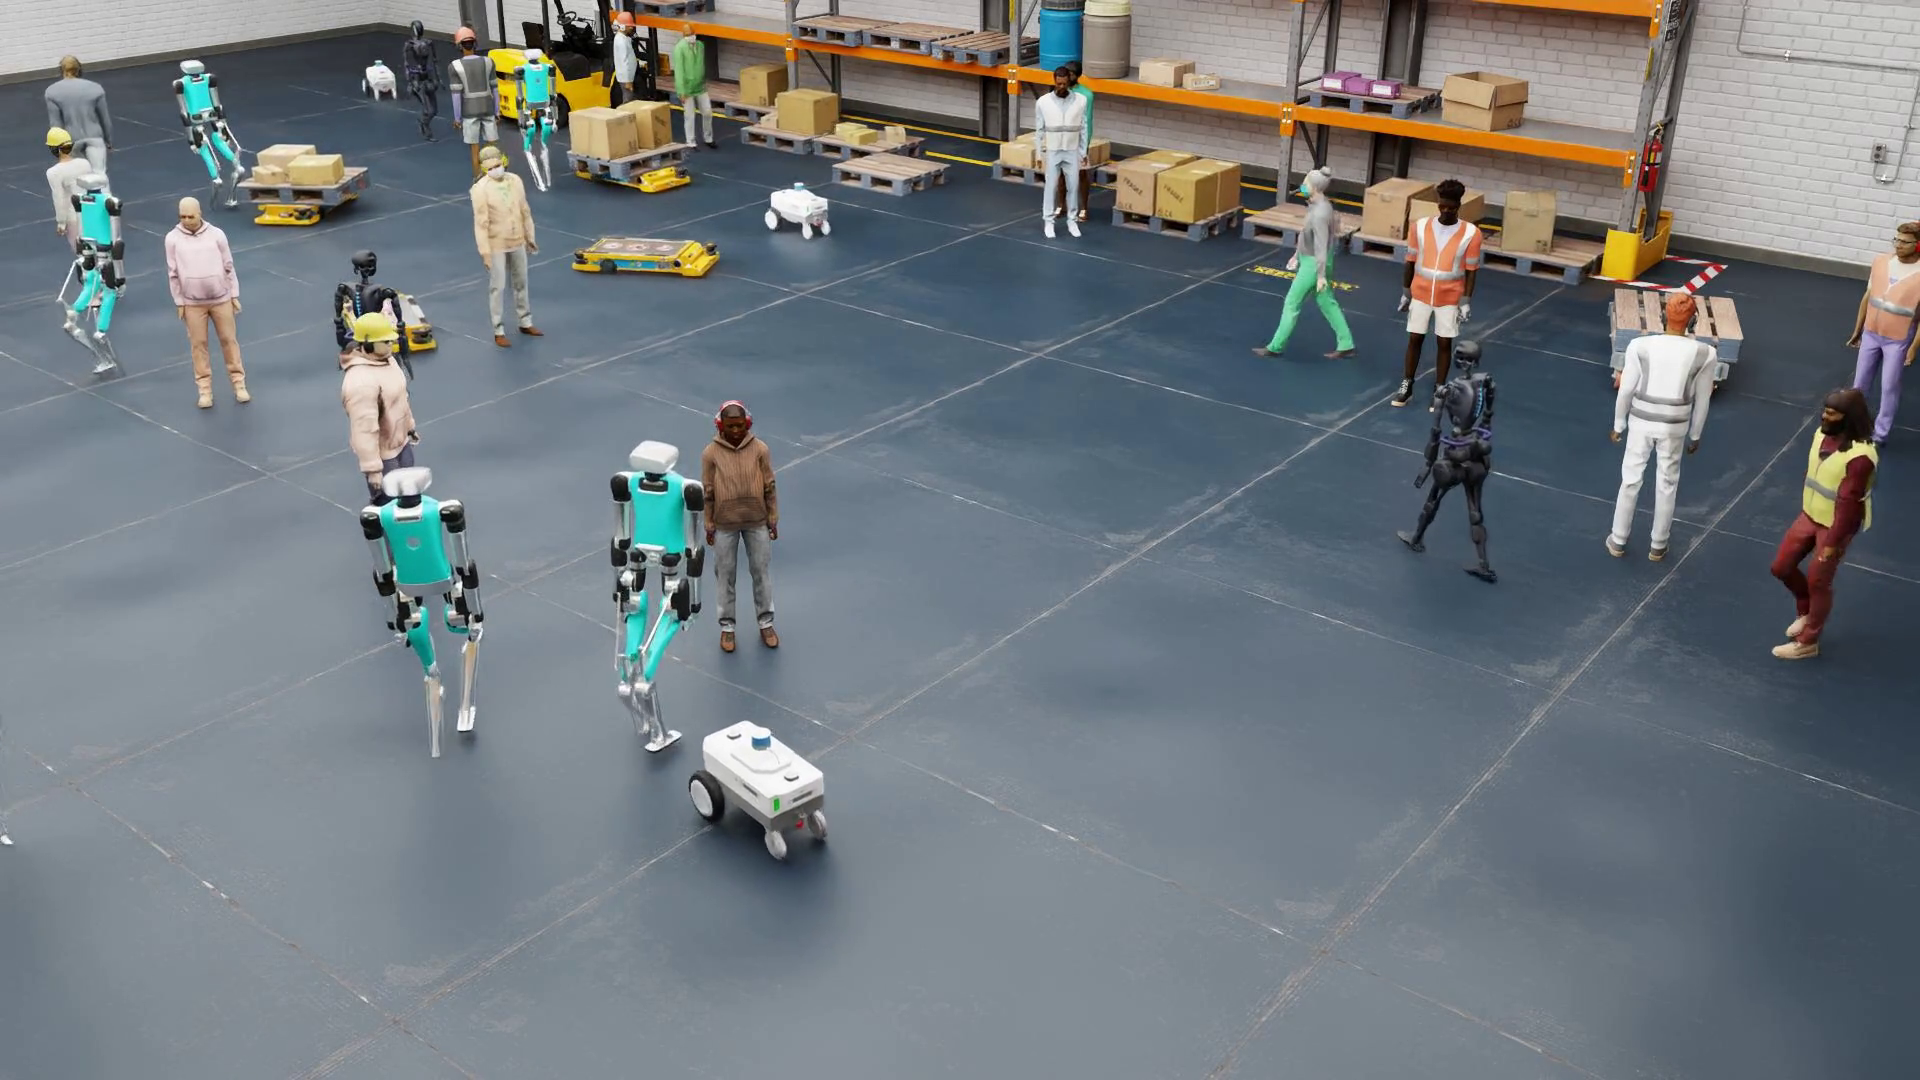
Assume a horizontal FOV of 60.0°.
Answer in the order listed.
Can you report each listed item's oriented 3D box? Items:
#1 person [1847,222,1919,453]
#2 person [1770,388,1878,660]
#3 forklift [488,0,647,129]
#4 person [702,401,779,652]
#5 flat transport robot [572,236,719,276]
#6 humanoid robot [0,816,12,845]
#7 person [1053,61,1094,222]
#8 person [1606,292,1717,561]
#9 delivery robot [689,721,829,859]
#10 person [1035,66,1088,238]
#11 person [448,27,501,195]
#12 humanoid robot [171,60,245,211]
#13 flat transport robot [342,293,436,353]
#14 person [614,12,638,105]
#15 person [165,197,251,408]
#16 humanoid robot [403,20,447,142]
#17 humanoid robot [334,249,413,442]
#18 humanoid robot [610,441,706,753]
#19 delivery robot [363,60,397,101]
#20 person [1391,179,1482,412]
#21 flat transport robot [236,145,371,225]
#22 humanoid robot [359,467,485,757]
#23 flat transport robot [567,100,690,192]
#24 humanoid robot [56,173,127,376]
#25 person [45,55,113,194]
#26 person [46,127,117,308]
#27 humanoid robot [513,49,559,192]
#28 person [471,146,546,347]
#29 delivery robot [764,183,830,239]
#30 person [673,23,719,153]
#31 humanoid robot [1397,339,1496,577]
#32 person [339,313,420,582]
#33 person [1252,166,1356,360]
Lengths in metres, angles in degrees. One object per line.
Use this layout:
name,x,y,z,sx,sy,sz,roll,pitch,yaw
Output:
person,7.288,-1.591,13.053,0.388,1.845,0.564,-14,29,-26
person,5.214,-0.088,10.042,0.434,1.756,0.491,-6,26,-12
forklift,-5.874,-7.334,24.552,1.214,2.155,2.313,19,32,34
person,-1.342,-0.097,10.188,0.462,1.647,0.325,-6,26,-11
flat transport robot,-3.373,-3.042,17.871,1.431,0.231,0.659,4,26,8
humanoid robot,-5.020,0.878,8.087,0.799,1.787,0.530,21,33,37
person,1.321,-4.661,19.426,0.487,1.841,0.389,11,28,21
person,4.733,-0.759,11.287,0.574,1.881,0.353,10,27,19
delivery robot,-1.023,1.249,8.644,0.499,0.586,0.782,-21,33,-36
person,1.139,-4.378,18.759,0.600,1.904,0.394,-3,26,-7
person,-5.928,-5.233,20.384,0.605,2.034,0.389,-18,31,-32
humanoid robot,-8.805,-4.719,19.707,0.740,1.829,0.554,18,31,33
flat transport robot,-5.464,-2.064,15.845,0.659,0.231,1.431,-12,28,-23
person,-4.671,-6.536,23.417,0.347,1.738,0.572,-5,26,-10
person,-6.337,-2.016,14.008,0.525,1.780,0.407,-11,28,-22
humanoid robot,-7.570,-6.457,23.353,0.637,1.644,0.616,18,31,33
humanoid robot,-4.583,-1.456,12.967,0.610,1.651,0.360,3,26,6
humanoid robot,-1.708,0.406,9.054,0.546,1.772,0.826,5,26,11
delivery robot,-9.165,-7.276,26.318,0.499,0.601,0.798,-12,28,-24
person,3.964,-2.033,13.830,0.602,1.966,0.367,13,29,25
flat transport robot,-7.820,-4.042,19.941,0.659,0.231,1.431,2,26,4
humanoid robot,-2.877,0.361,9.194,0.547,1.831,0.757,-3,26,-7
flat transport robot,-4.205,-4.699,21.302,1.431,0.231,0.659,18,31,33
humanoid robot,-7.642,-2.248,14.589,0.542,1.808,0.756,11,28,22
person,-10.185,-4.649,19.336,0.631,1.902,0.948,-10,27,-19
person,-8.722,-3.181,16.437,0.314,1.768,0.524,7,27,15
humanoid robot,-5.321,-5.210,20.760,0.535,1.864,0.723,-15,30,-29
person,-4.221,-2.739,15.418,0.375,1.864,0.615,20,32,36
delivery robot,-1.852,-3.799,19.109,0.499,0.595,0.792,-23,34,-39
person,-3.623,-6.109,22.516,0.586,1.749,0.452,-23,34,-39
humanoid robot,3.365,-0.576,11.206,0.602,1.619,0.831,-13,29,-25
person,-3.821,-0.613,11.018,0.430,1.859,0.791,0,26,1
person,3.199,-2.481,14.960,0.931,1.797,0.506,9,27,17
